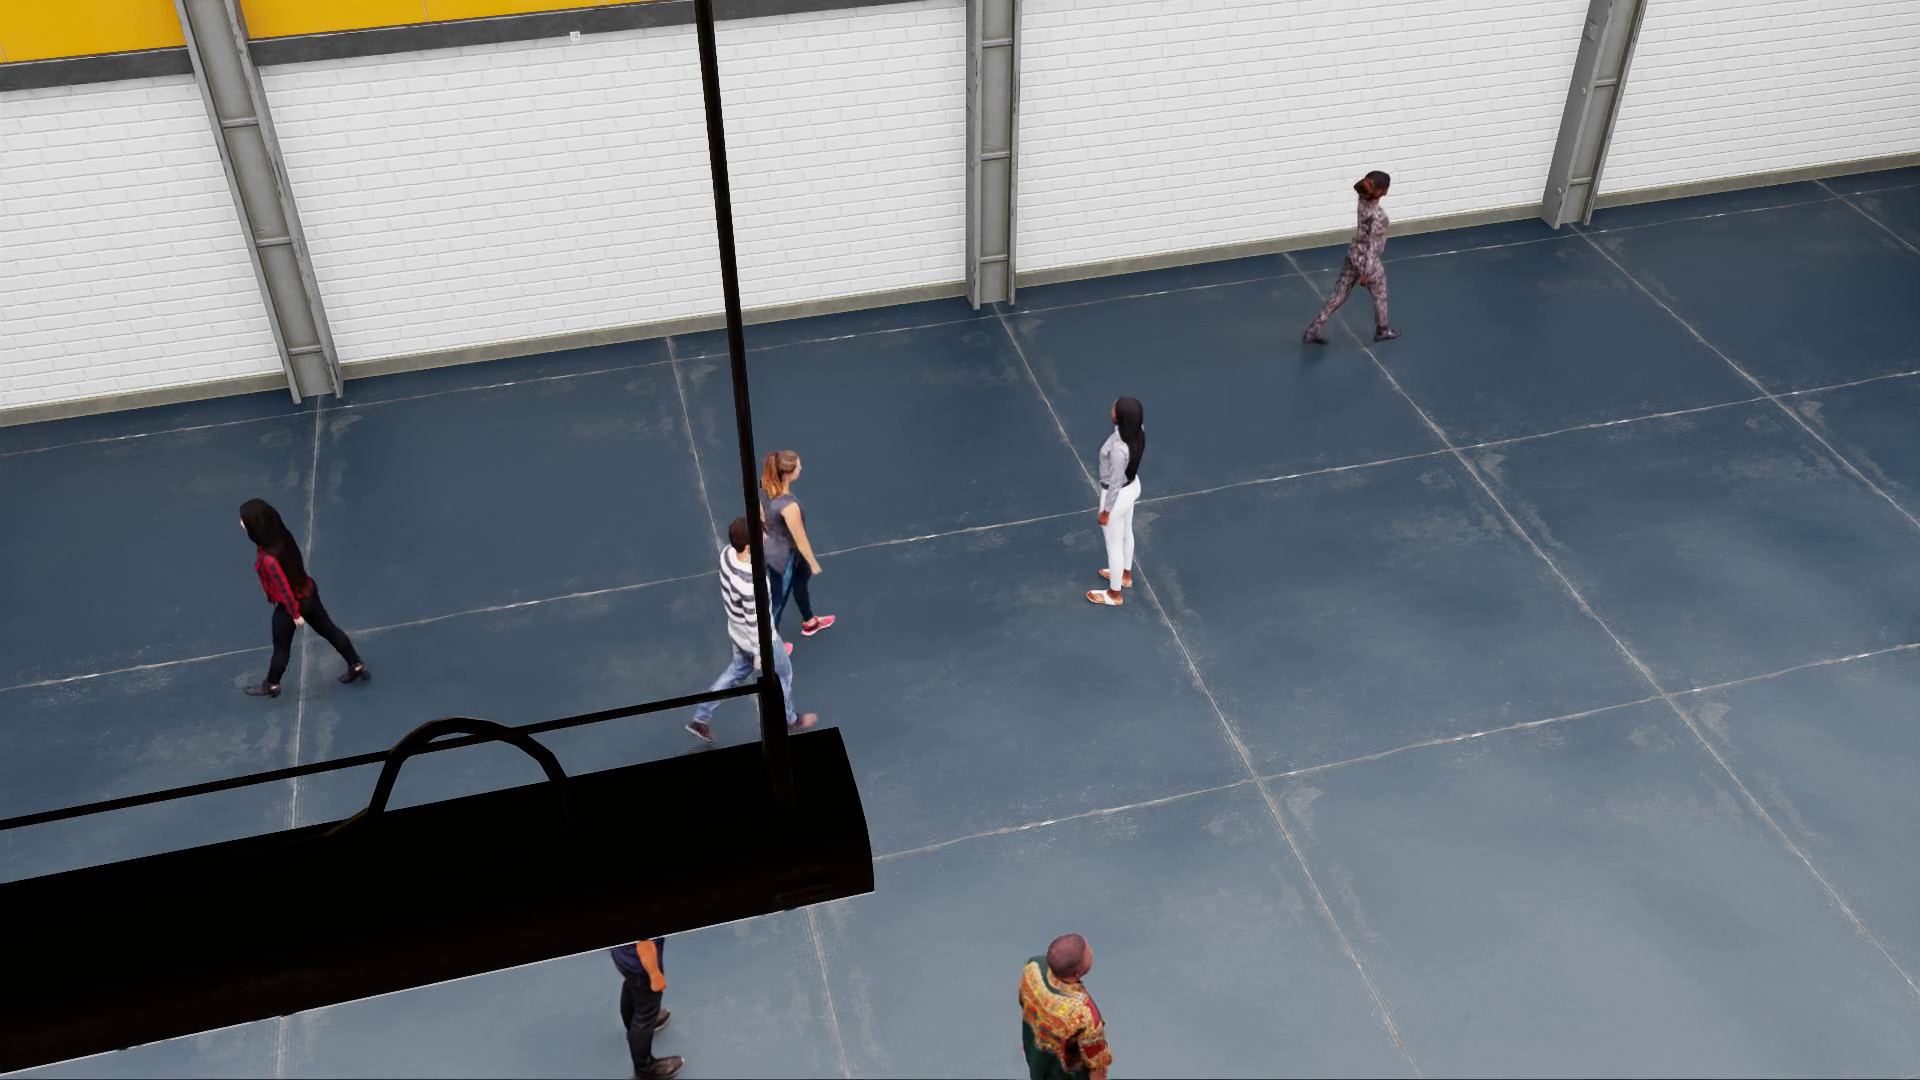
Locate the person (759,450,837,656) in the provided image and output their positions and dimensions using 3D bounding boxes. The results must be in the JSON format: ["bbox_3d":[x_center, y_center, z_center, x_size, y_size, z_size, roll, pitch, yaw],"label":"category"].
[{"bbox_3d":[-1.266,0.147,11.140,0.944,1.703,0.734,-21,43,-24],"label":"person"}]

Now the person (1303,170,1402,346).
[{"bbox_3d":[3.381,-2.367,14.315,1.152,1.670,0.611,-8,39,-10],"label":"person"}]

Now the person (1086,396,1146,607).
[{"bbox_3d":[1.120,-0.292,11.672,0.715,1.725,0.672,16,41,19],"label":"person"}]

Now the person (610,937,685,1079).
[{"bbox_3d":[-1.681,2.117,8.608,0.611,1.784,0.680,-14,41,-17],"label":"person"}]

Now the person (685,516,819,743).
[{"bbox_3d":[-1.397,0.607,10.465,1.169,1.826,0.845,-19,42,-22],"label":"person"}]

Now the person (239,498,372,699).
[{"bbox_3d":[-4.267,0.374,10.923,1.034,1.620,0.646,-6,39,-8],"label":"person"}]

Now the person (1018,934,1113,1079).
[{"bbox_3d":[0.425,2.584,8.042,1.254,1.761,0.899,-21,43,-24],"label":"person"}]
